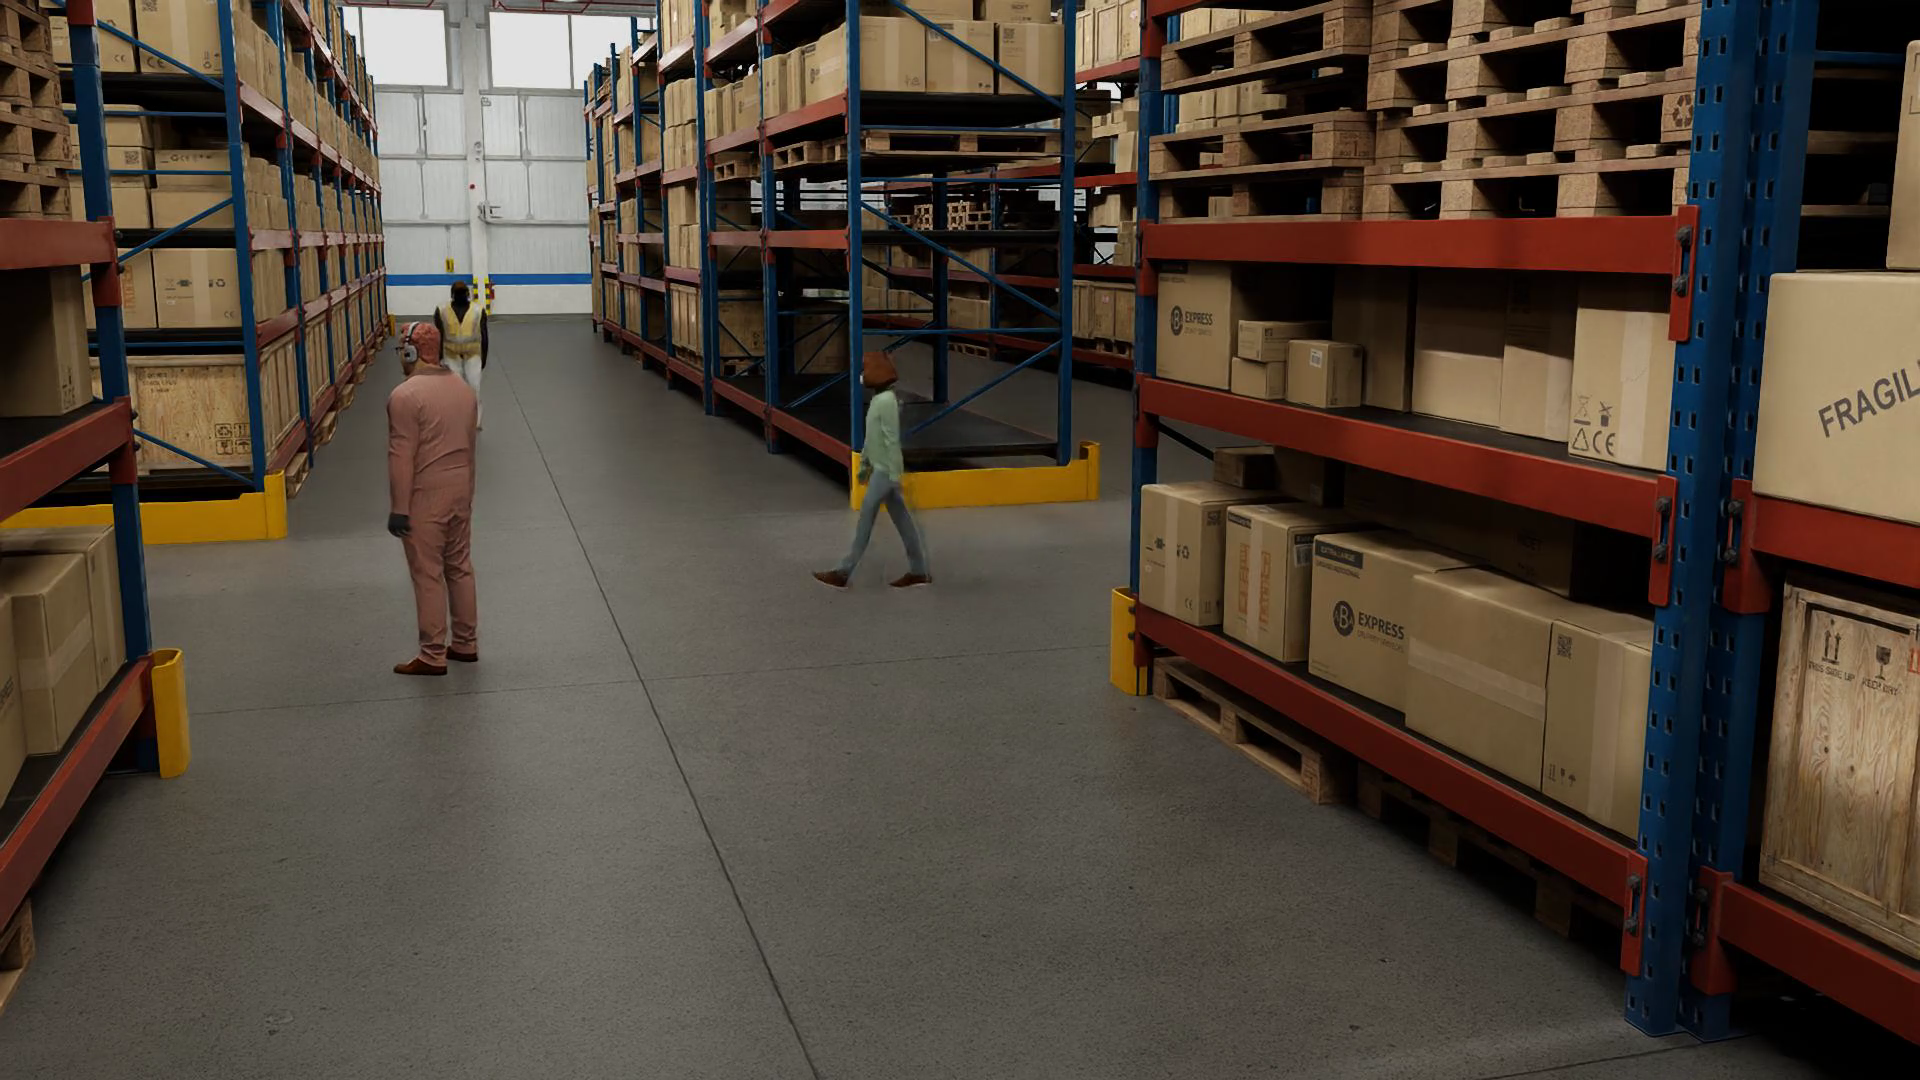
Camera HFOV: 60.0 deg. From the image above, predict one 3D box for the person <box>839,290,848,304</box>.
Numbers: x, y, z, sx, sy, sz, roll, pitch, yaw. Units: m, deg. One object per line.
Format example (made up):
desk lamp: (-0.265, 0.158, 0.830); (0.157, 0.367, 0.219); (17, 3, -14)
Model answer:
person: (-2.687, -5.083, 36.068); (0.529, 1.734, 0.816); (-2, 10, -9)

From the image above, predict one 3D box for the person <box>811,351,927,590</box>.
person: (-0.601, -0.450, 11.047); (0.829, 1.588, 0.530); (-1, 10, -8)

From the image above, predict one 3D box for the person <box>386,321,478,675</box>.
person: (-2.871, -0.225, 9.004); (0.400, 1.901, 0.642); (3, 11, 17)

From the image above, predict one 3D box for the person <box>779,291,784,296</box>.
person: (-4.805, -6.833, 45.740); (0.920, 1.707, 0.577); (9, 14, 41)

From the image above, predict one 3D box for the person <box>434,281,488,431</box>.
person: (-6.029, -2.206, 20.113); (0.632, 1.807, 0.880); (-3, 11, -14)

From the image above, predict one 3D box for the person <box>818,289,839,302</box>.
person: (-2.600, -4.581, 32.658); (0.418, 1.985, 0.612); (-8, 13, -37)
